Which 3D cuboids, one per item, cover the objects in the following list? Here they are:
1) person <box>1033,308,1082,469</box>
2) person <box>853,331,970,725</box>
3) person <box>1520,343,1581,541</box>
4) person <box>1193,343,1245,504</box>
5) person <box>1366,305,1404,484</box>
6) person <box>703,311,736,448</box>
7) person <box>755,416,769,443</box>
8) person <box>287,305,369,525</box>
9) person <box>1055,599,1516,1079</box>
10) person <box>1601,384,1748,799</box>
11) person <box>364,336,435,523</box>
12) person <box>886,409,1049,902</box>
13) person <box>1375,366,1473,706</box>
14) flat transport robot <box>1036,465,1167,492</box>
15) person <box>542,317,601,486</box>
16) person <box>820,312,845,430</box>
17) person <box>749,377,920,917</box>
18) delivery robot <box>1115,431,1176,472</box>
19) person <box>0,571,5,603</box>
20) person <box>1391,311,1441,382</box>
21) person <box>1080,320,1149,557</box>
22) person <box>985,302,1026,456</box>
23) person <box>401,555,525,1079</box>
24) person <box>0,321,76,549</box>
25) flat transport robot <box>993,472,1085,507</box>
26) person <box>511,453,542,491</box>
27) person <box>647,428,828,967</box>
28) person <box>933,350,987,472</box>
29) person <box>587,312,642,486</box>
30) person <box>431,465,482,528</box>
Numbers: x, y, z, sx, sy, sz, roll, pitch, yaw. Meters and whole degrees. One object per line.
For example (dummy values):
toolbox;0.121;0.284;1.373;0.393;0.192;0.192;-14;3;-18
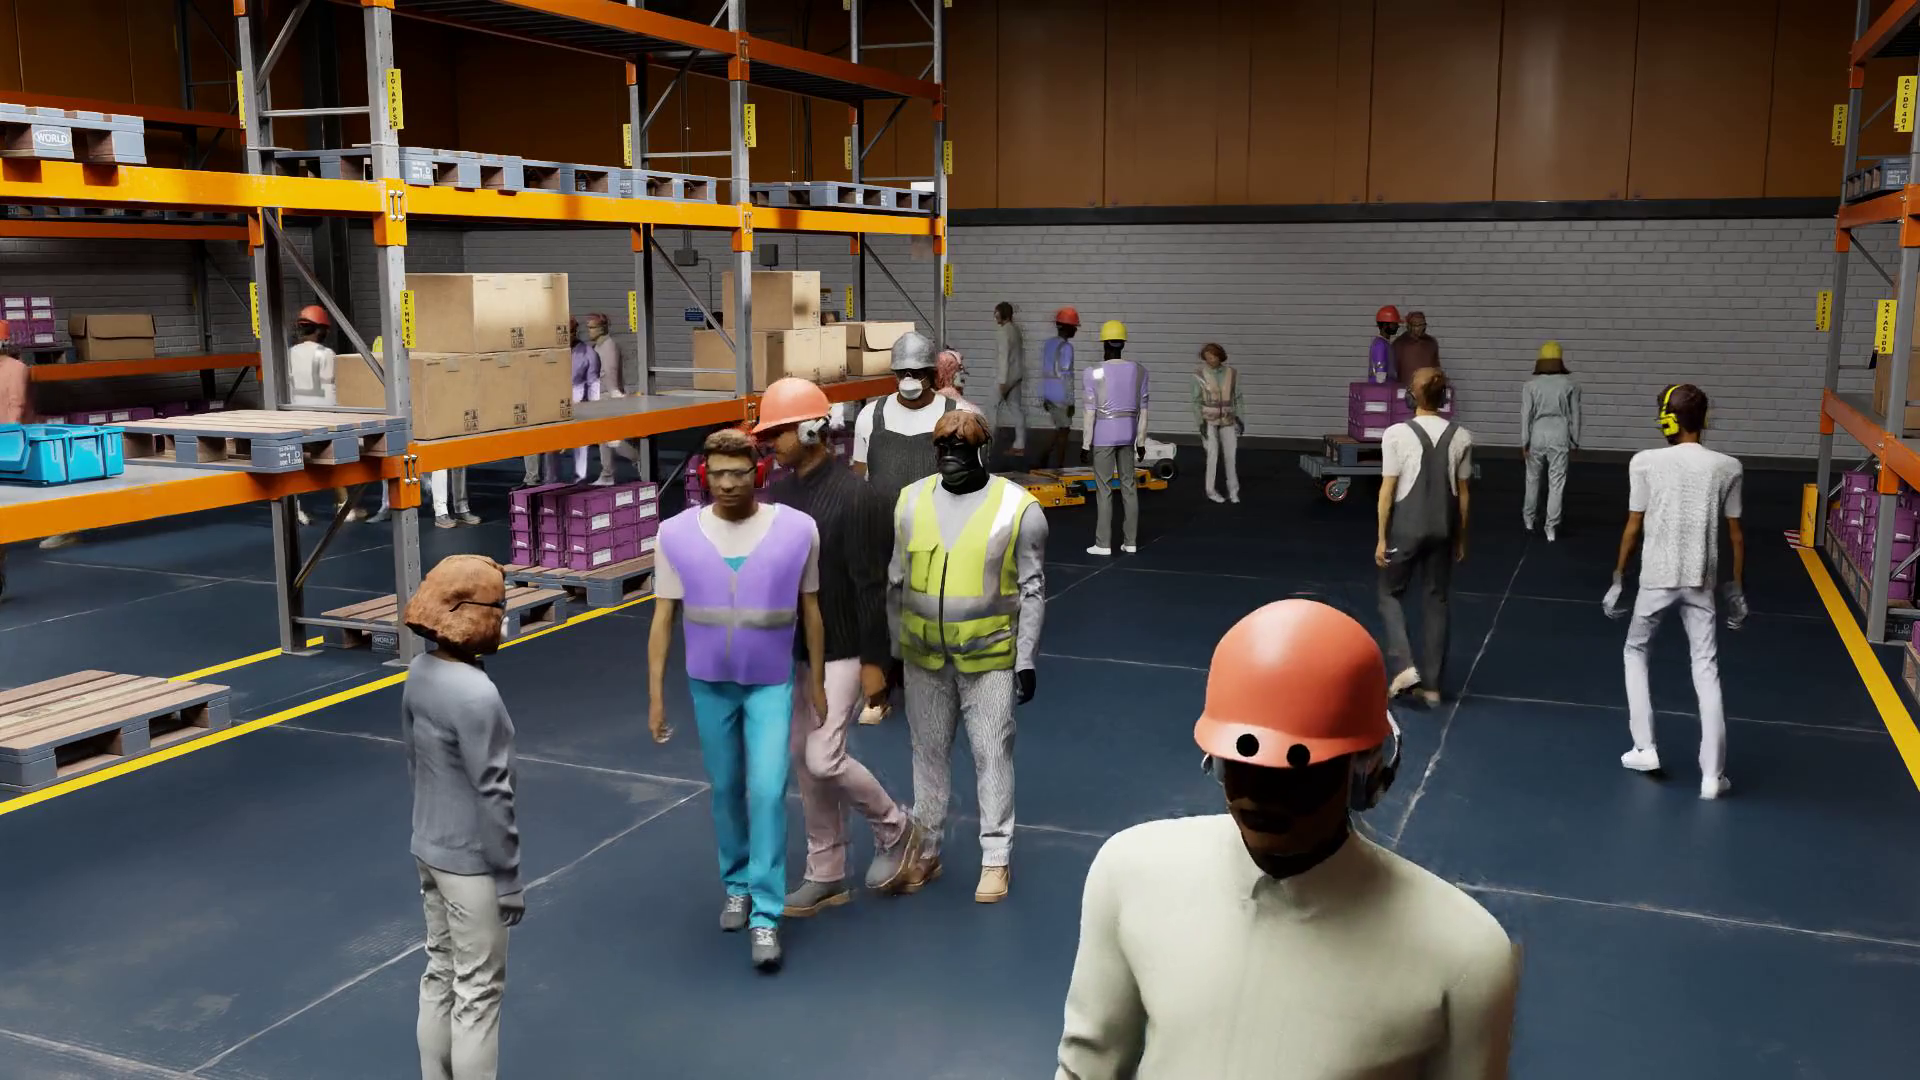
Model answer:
person;1.105;-1.571;18.156;0.446;1.911;0.577;-4;10;-23
person;-0.242;-0.046;8.521;0.673;2.000;0.535;1;9;8
person;5.158;-0.869;14.561;0.503;1.696;0.910;3;10;18
person;2.574;-1.156;16.541;0.536;1.613;0.369;-1;9;-8
person;4.620;-1.578;18.116;0.356;1.937;0.552;2;10;14
person;-2.399;-1.293;16.443;0.392;1.922;0.592;4;10;20
person;-2.081;-1.310;17.034;0.528;1.762;0.347;6;11;33
person;-5.880;-1.132;15.197;0.624;2.015;0.858;5;11;27
person;0.458;1.019;2.375;0.604;1.955;1.028;6;11;34
person;3.254;0.218;7.550;0.635;1.831;0.634;1;9;8
person;-5.194;-1.037;15.458;0.712;1.741;0.530;-7;11;-35
person;0.004;0.432;6.229;0.621;1.845;0.429;3;10;19
person;2.487;-0.014;8.958;0.532;1.831;0.391;-1;9;-6
flat transport robot;1.394;-0.635;17.437;1.431;0.197;0.652;-4;10;-24
person;-3.856;-1.237;16.246;0.658;1.867;0.858;1;9;3
person;-1.521;-1.704;19.181;0.429;1.839;0.629;3;10;17
person;-0.488;0.389;6.105;0.492;1.966;0.637;-8;12;-40
delivery robot;2.004;-0.956;18.245;0.707;0.478;0.477;0;9;0
person;-6.786;-0.425;11.237;0.618;1.916;1.033;-2;10;-12
person;5.067;-1.649;18.777;0.668;1.873;0.810;-4;10;-25
person;1.246;-0.825;13.586;0.594;1.924;0.381;-4;10;-22
person;0.469;-1.996;20.718;0.830;1.910;0.662;4;10;22
person;-1.281;0.844;4.357;0.279;1.633;0.497;-7;12;-38
person;-7.836;-0.838;13.642;0.612;1.934;1.077;5;11;28
flat transport robot;0.590;-0.516;16.717;0.652;0.197;1.431;-5;11;-29
person;-4.513;-1.385;17.266;0.403;1.833;0.586;-3;10;-19
person;-0.769;0.532;5.690;0.608;1.810;0.811;0;9;0
person;-0.056;-0.220;10.125;0.669;1.850;0.980;6;11;34
person;-3.645;-1.477;17.699;0.674;1.886;0.673;-2;10;-13
person;-4.615;-1.058;15.131;0.353;1.883;0.572;6;11;31
